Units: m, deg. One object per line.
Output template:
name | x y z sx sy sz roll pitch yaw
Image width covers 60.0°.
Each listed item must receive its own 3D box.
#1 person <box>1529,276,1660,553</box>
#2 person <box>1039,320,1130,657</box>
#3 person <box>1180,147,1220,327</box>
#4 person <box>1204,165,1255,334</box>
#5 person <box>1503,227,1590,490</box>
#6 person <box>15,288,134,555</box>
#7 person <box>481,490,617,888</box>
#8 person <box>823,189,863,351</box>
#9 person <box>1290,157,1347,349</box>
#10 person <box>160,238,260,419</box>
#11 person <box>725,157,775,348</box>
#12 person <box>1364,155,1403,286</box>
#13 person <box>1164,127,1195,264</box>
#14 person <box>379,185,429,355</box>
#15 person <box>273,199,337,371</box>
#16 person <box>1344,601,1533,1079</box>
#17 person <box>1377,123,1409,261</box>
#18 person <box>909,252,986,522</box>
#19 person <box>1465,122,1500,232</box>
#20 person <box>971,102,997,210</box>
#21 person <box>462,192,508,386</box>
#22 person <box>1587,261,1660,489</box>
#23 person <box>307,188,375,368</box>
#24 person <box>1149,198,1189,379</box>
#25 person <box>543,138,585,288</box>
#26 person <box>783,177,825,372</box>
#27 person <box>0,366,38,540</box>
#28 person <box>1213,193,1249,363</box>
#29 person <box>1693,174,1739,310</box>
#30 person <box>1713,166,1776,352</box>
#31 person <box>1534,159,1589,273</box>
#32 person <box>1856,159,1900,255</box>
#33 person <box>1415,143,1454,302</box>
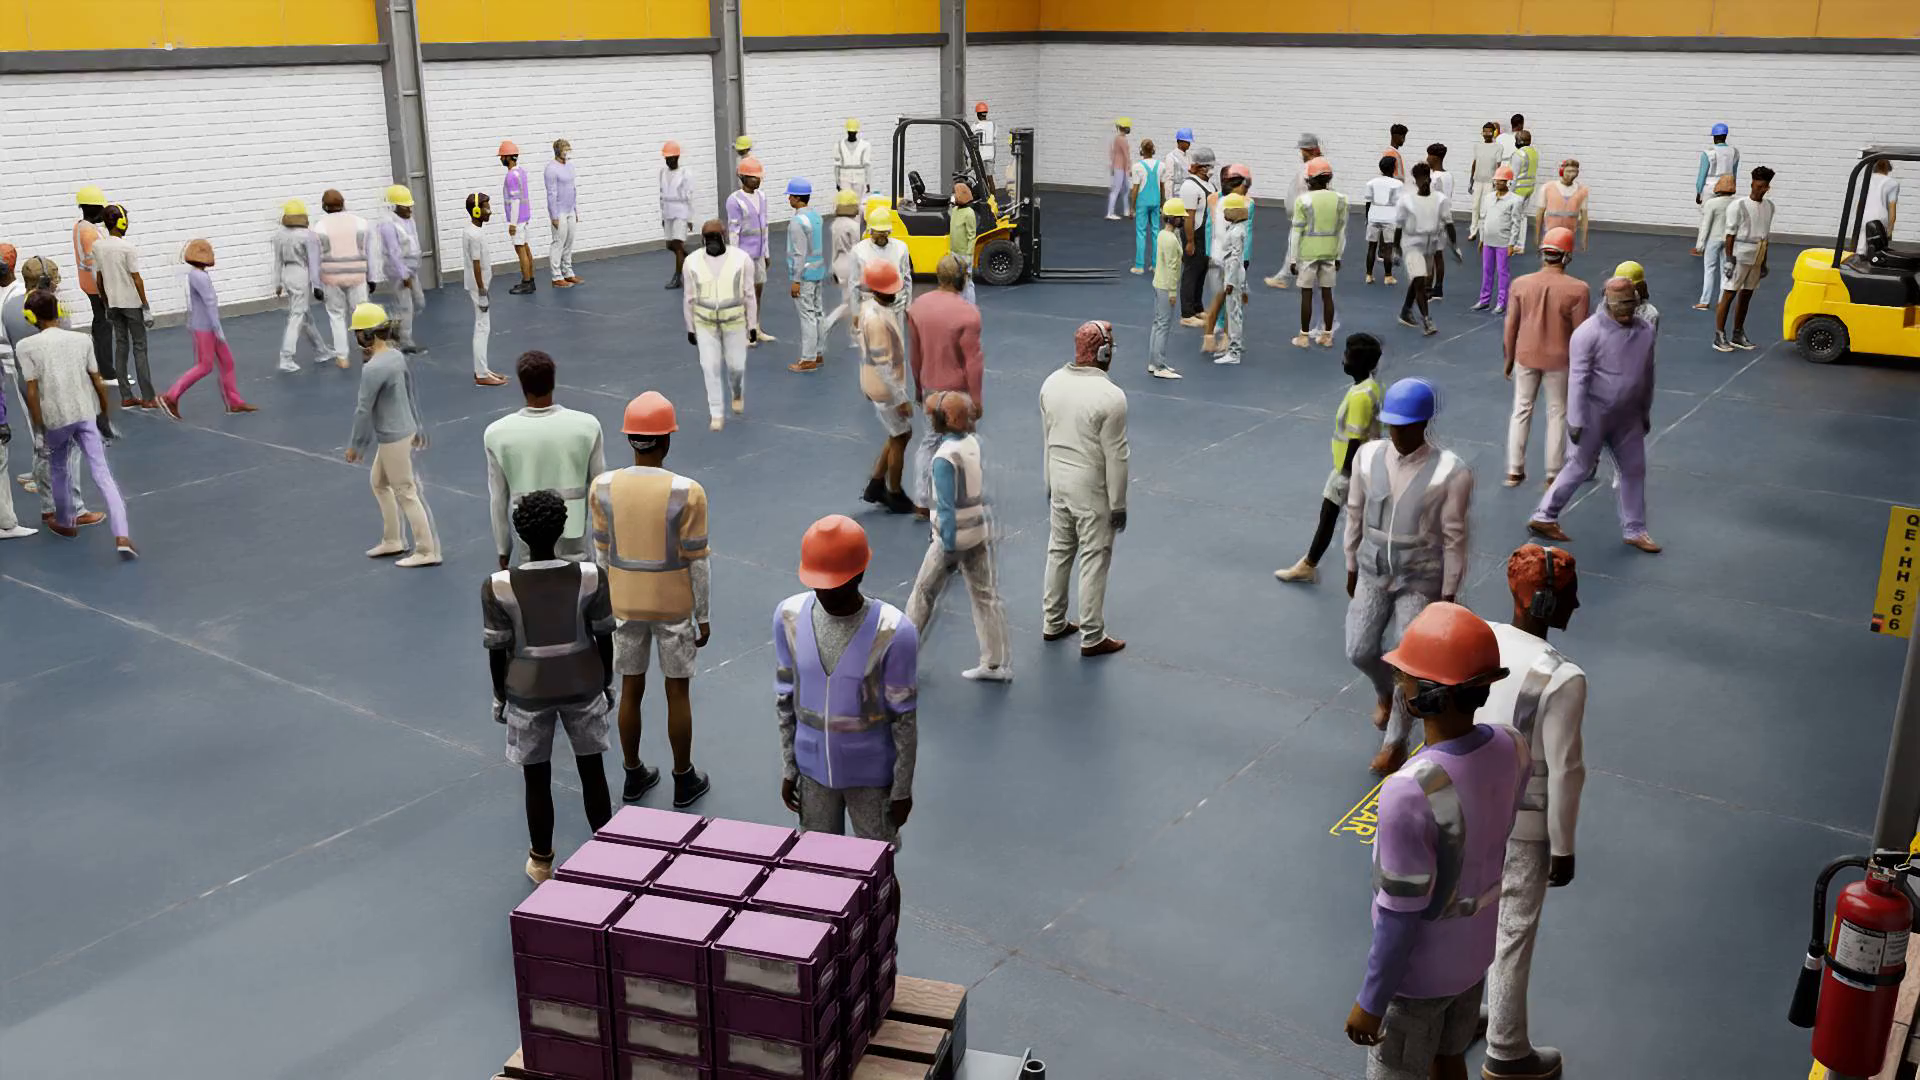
person | 4.402 -0.854 11.233 0.697 1.872 0.675 -6 19 -19
person | 0.722 -0.299 9.425 0.397 1.902 0.660 -14 22 -37
person | 2.811 -3.508 19.230 0.538 2.000 0.689 8 20 25
person | 2.995 -3.214 18.543 0.583 1.903 0.406 15 23 40
person | 4.447 -1.361 12.635 0.627 1.993 0.442 12 21 33
person | -5.953 -0.793 11.173 1.107 1.789 0.539 17 24 42
person | -1.672 0.624 6.859 0.538 1.695 0.320 -6 19 -19
person | -1.261 -2.872 17.761 0.731 1.716 0.490 -10 20 -27
person | 3.823 -3.071 17.883 0.610 2.039 0.397 -4 18 -12
person | -6.784 -1.880 14.841 0.745 1.603 0.503 -8 19 -23
person | -2.244 -3.102 17.972 0.397 2.033 0.605 11 21 30
person | 5.607 -4.231 22.041 0.535 1.699 0.322 13 22 35
person | 3.148 -4.916 23.811 0.416 1.939 0.615 16 24 40
person | -5.864 -2.843 17.545 0.415 1.804 0.626 1 18 2
person | -6.733 -2.601 16.940 0.498 1.702 0.886 7 19 22
person | 1.291 1.150 4.658 0.377 2.044 0.607 17 24 42
person | 6.279 -5.060 24.209 0.368 1.962 0.603 5 18 14
person | -0.085 -1.055 11.738 0.634 1.944 0.407 15 23 39
person | 8.874 -5.972 27.370 0.978 1.784 0.601 -1 18 -4
person | 0.410 -6.970 30.252 0.541 1.928 0.399 -12 21 -32
person | -4.640 -2.425 16.145 0.325 1.858 0.511 -6 19 -17
person | 5.011 -1.257 12.680 0.483 1.737 0.312 15 23 39
person | -6.245 -2.631 16.830 0.645 1.823 0.555 -11 21 -30
person | 2.080 -2.496 16.508 0.328 1.767 0.532 -1 18 -3
person | -5.227 -4.300 21.899 0.378 1.931 0.624 5 18 14
person | -1.563 -2.665 16.739 0.398 1.949 0.604 5 18 14
person | -6.715 -0.813 11.448 0.523 1.639 0.309 11 21 32
person | 2.800 -2.701 17.188 0.297 1.744 0.484 3 18 8
person | 9.226 -3.614 20.219 0.497 1.633 0.283 -2 18 -6
person | 8.409 -3.003 17.780 0.600 1.960 0.374 -7 19 -20
person | 7.263 -3.637 19.987 0.582 1.815 0.780 1 18 2
person | 11.548 -3.952 21.036 0.514 1.800 0.907 17 24 42
person | 5.929 -3.970 20.818 0.372 1.958 0.598 14 22 37
